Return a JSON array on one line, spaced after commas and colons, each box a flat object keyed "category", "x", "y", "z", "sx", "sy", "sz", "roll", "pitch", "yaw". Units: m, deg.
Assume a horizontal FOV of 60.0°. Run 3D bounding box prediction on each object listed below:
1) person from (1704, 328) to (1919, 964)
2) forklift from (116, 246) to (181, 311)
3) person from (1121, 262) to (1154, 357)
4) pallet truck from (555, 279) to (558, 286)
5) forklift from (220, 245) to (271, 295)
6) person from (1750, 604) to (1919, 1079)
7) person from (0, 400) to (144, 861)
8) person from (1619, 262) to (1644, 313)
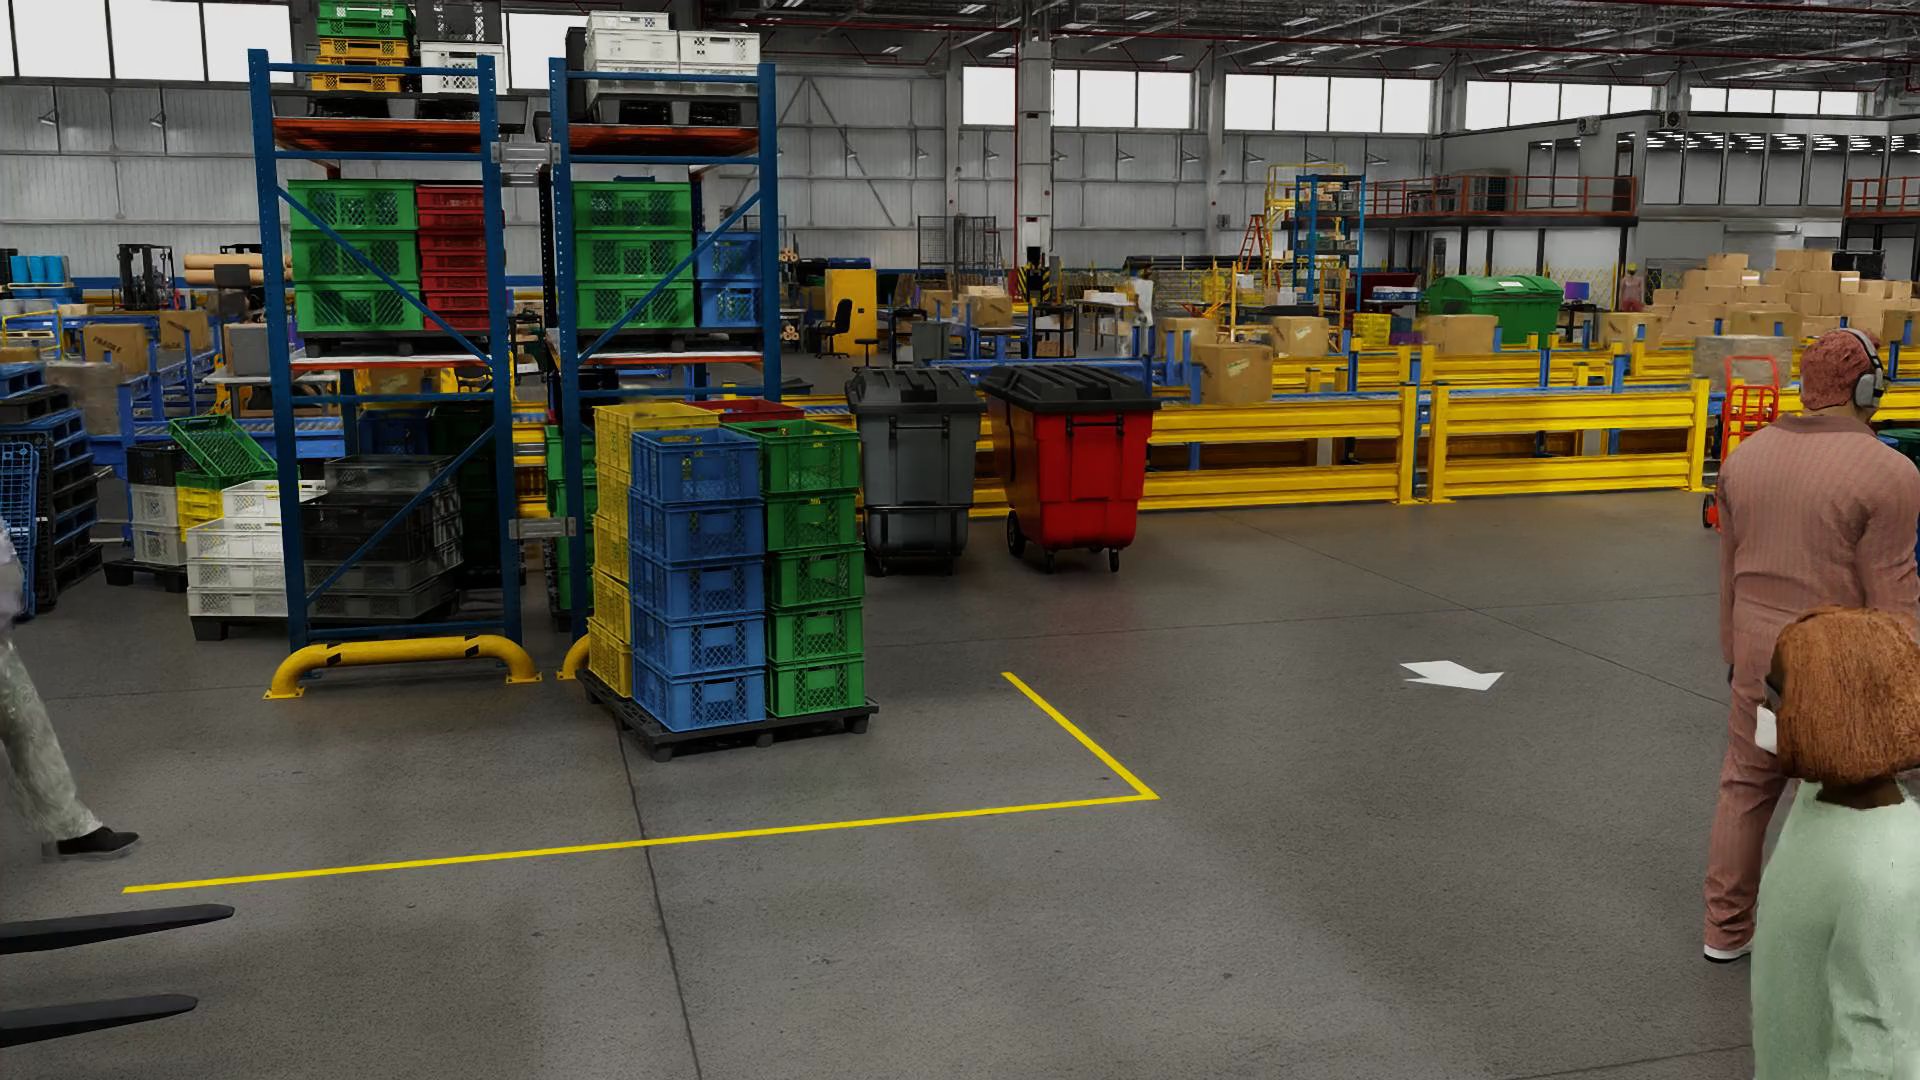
[{"category": "person", "x": 2.442, "y": 0.354, "z": 4.742, "sx": 0.396, "sy": 1.901, "sz": 0.643, "roll": -3, "pitch": 11, "yaw": -19}, {"category": "forklift", "x": -19.966, "y": -6.232, "z": 40.894, "sx": 1.157, "sy": 1.987, "sz": 2.680, "roll": -3, "pitch": 10, "yaw": -15}, {"category": "person", "x": 3.388, "y": -4.273, "z": 31.111, "sx": 0.507, "sy": 1.842, "sz": 0.881, "roll": -7, "pitch": 12, "yaw": -34}, {"category": "pallet truck", "x": -10.604, "y": -6.375, "z": 44.520, "sx": 0.653, "sy": 1.274, "sz": 1.630, "roll": -3, "pitch": 10, "yaw": -15}, {"category": "forklift", "x": -17.749, "y": -6.334, "z": 41.440, "sx": 1.157, "sy": 1.987, "sz": 2.680, "roll": -3, "pitch": 10, "yaw": -17}, {"category": "person", "x": 1.375, "y": 0.894, "z": 2.497, "sx": 0.635, "sy": 1.612, "sz": 0.500, "roll": 3, "pitch": 11, "yaw": 19}, {"category": "person", "x": -3.332, "y": 0.282, "z": 5.473, "sx": 0.940, "sy": 1.787, "sz": 0.615, "roll": -3, "pitch": 10, "yaw": -17}, {"category": "person", "x": 15.479, "y": -5.516, "z": 38.353, "sx": 0.551, "sy": 1.752, "sz": 0.376, "roll": 4, "pitch": 11, "yaw": 22}]
